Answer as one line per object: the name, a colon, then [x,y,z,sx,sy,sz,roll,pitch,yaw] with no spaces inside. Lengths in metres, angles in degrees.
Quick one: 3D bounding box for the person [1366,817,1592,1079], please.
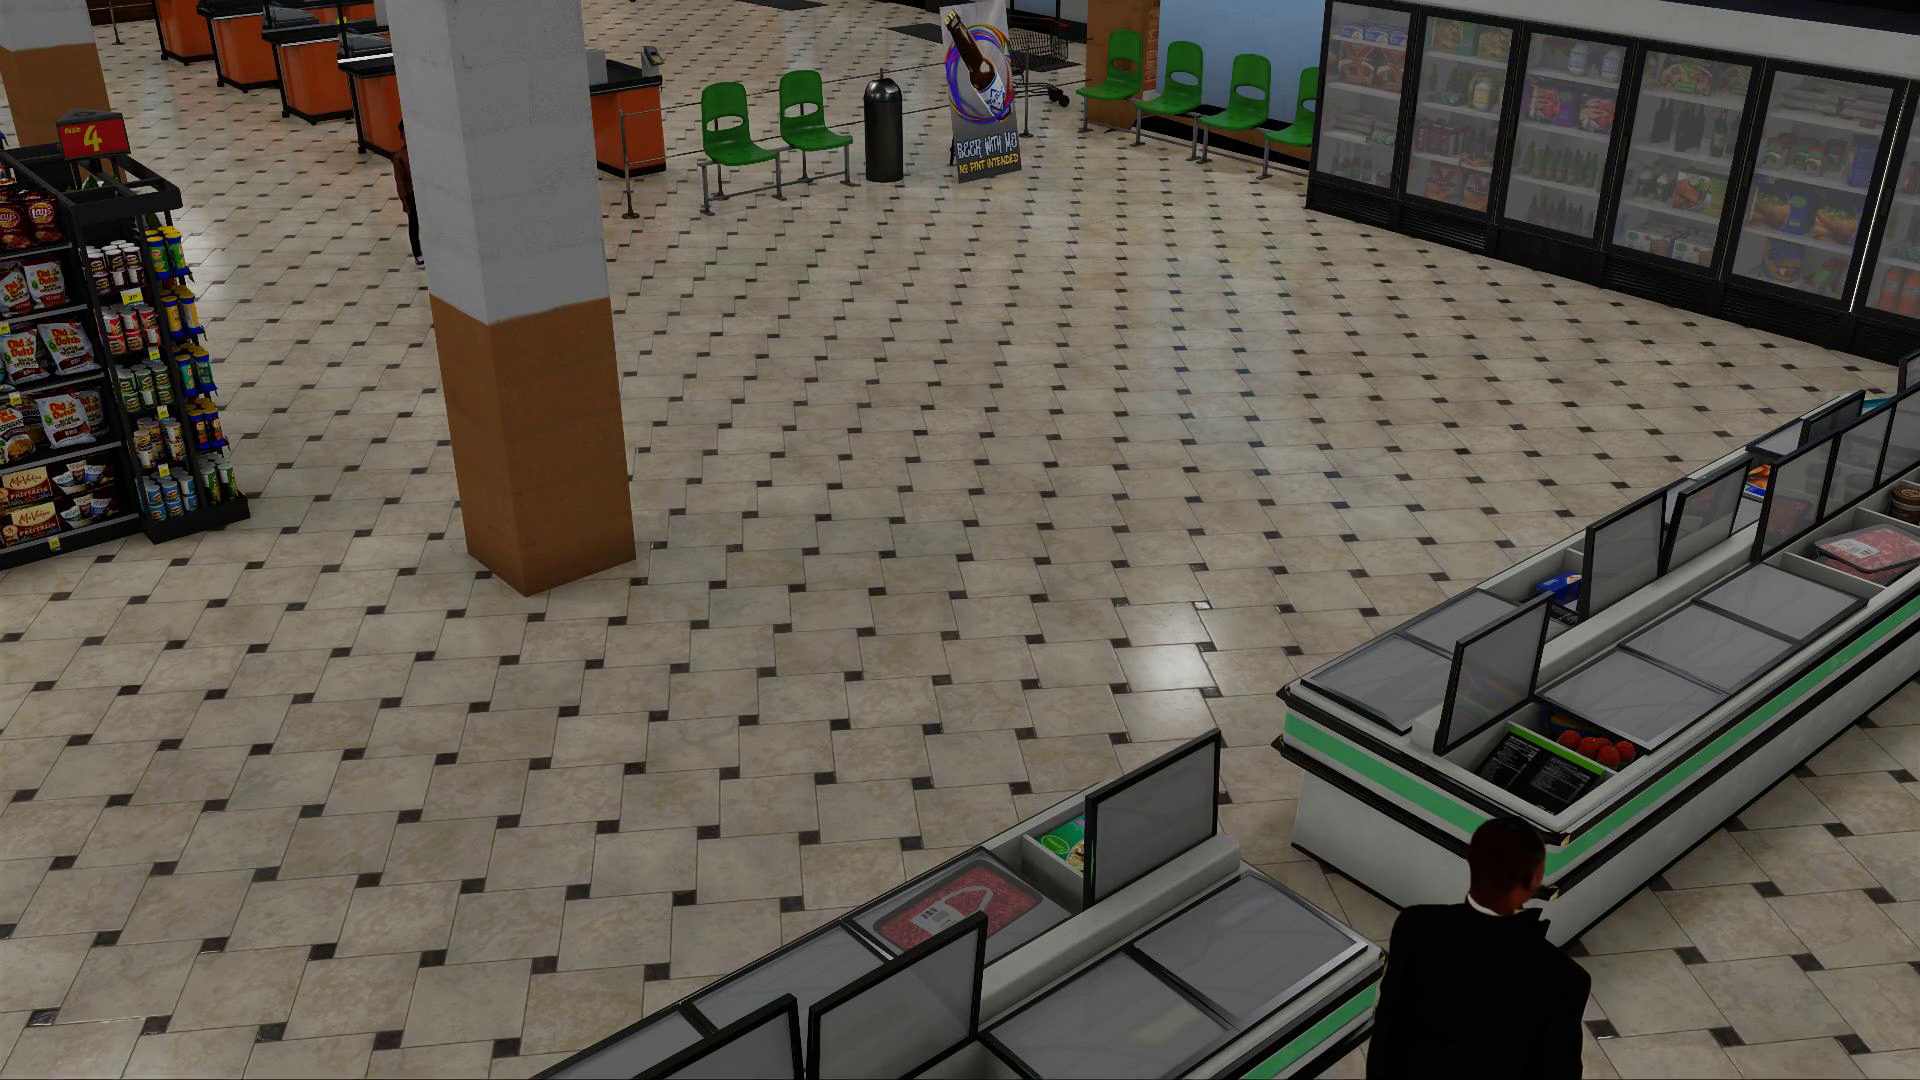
person: [1.340,1.555,4.483,0.785,1.904,0.740,14,30,26]
